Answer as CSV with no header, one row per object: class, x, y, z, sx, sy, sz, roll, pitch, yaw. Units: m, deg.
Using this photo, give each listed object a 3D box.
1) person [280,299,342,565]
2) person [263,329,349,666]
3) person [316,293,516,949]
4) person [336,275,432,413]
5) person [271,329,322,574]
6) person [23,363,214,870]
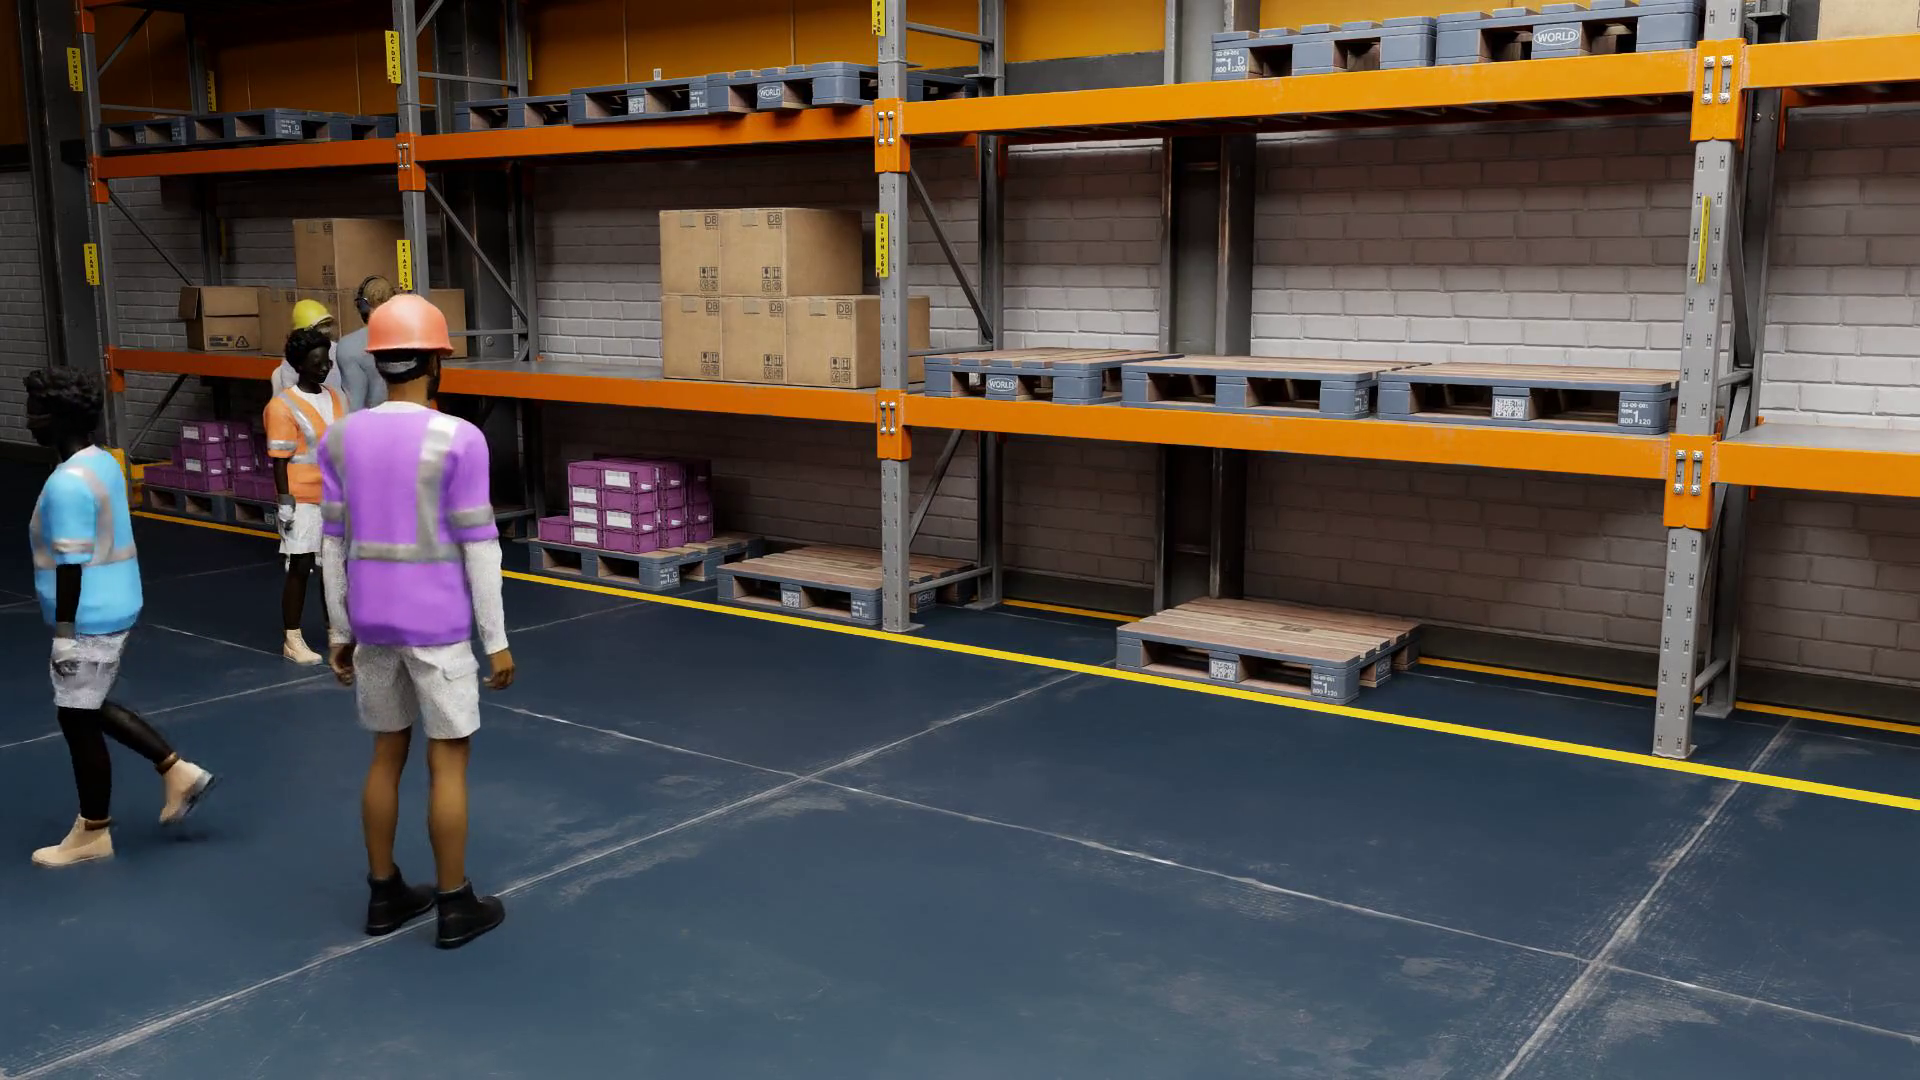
person,-3.965,-0.636,10.599,0.611,1.793,0.799,-9,13,-43
person,-3.247,-0.213,8.374,0.320,1.687,0.534,4,10,21
person,-1.608,0.237,4.963,0.555,1.930,0.396,3,10,19
person,-3.313,-0.547,9.595,0.360,1.938,0.635,5,11,29
person,-4.237,-0.597,10.840,0.271,1.629,0.501,5,11,29
person,-2.864,0.256,5.531,0.478,1.686,0.547,-3,10,-15
